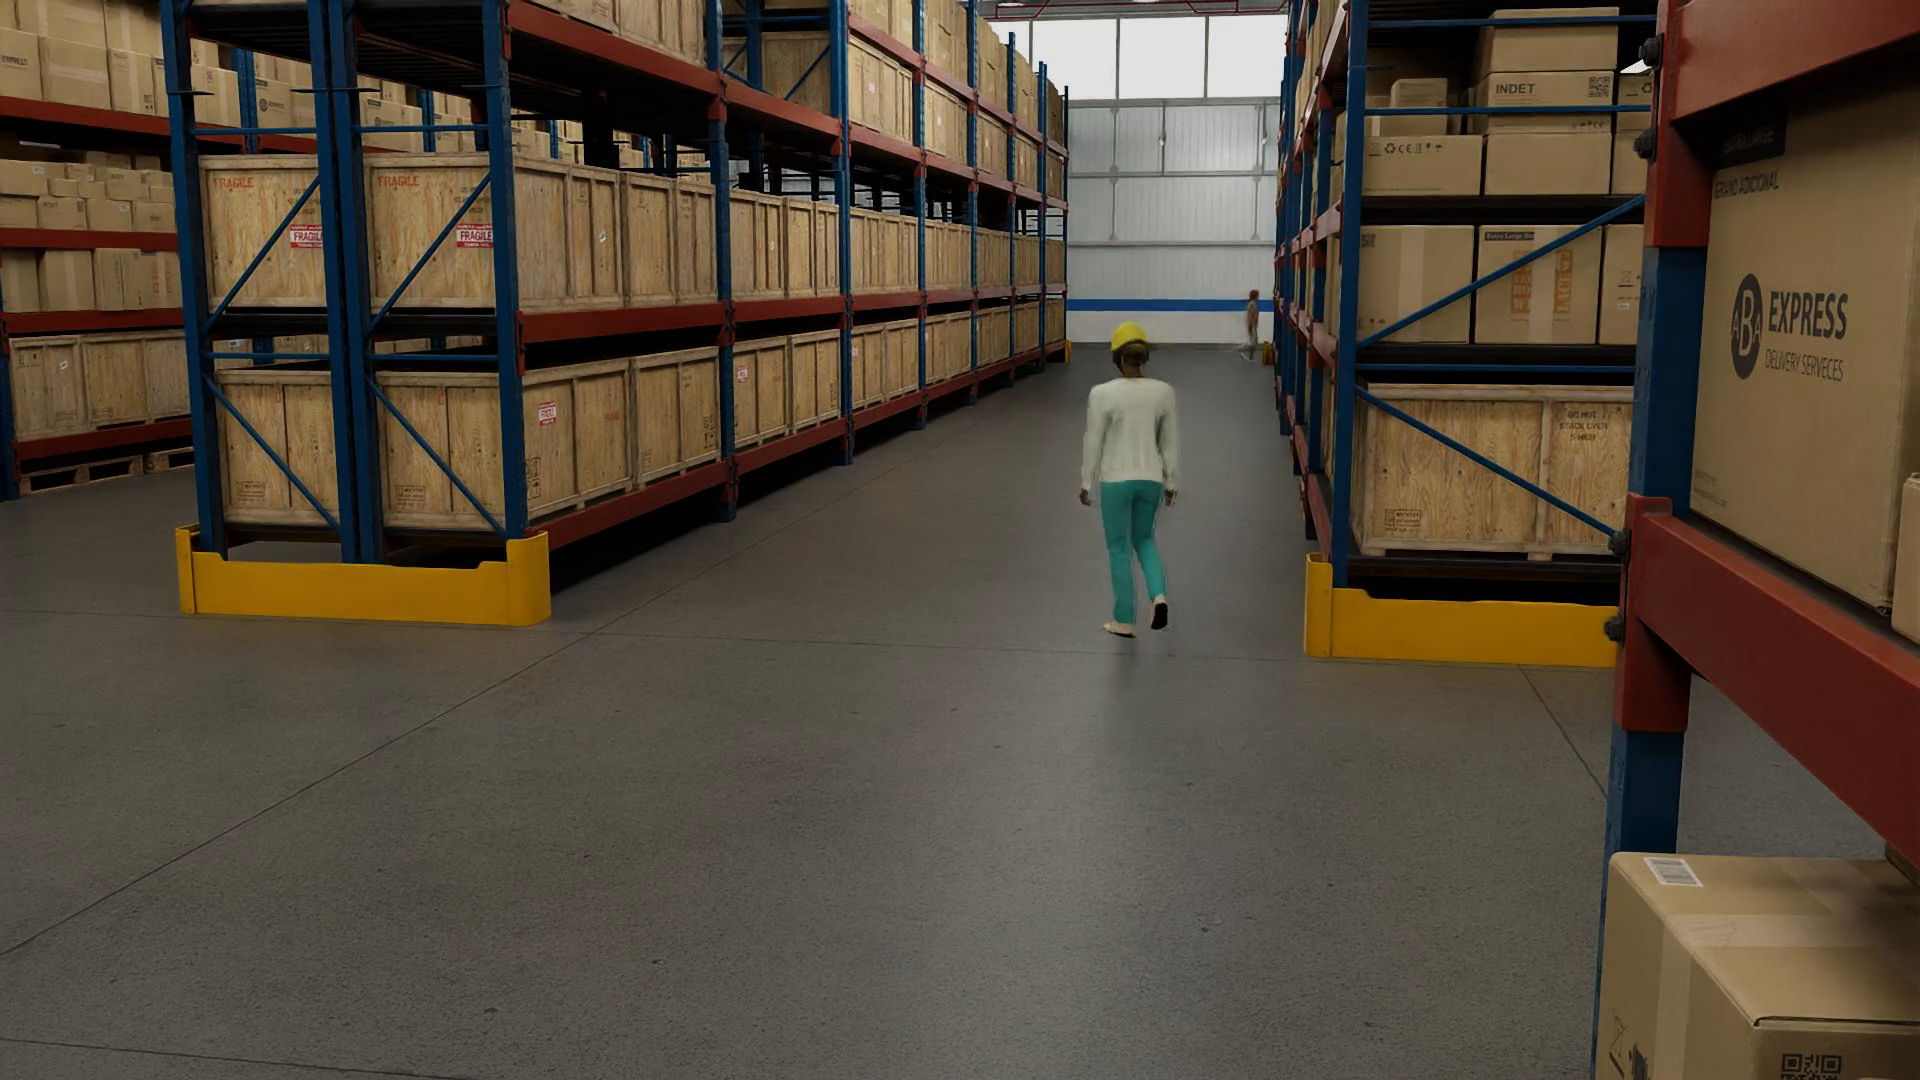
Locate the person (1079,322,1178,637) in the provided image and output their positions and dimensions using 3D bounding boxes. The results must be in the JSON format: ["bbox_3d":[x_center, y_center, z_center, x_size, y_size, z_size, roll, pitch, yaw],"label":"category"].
[{"bbox_3d":[0.933,-0.325,9.203,0.519,1.747,0.399,-4,10,-22],"label":"person"}]

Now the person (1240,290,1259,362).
[{"bbox_3d":[6.550,-4.778,37.227,0.378,1.627,0.520,2,9,13],"label":"person"}]
